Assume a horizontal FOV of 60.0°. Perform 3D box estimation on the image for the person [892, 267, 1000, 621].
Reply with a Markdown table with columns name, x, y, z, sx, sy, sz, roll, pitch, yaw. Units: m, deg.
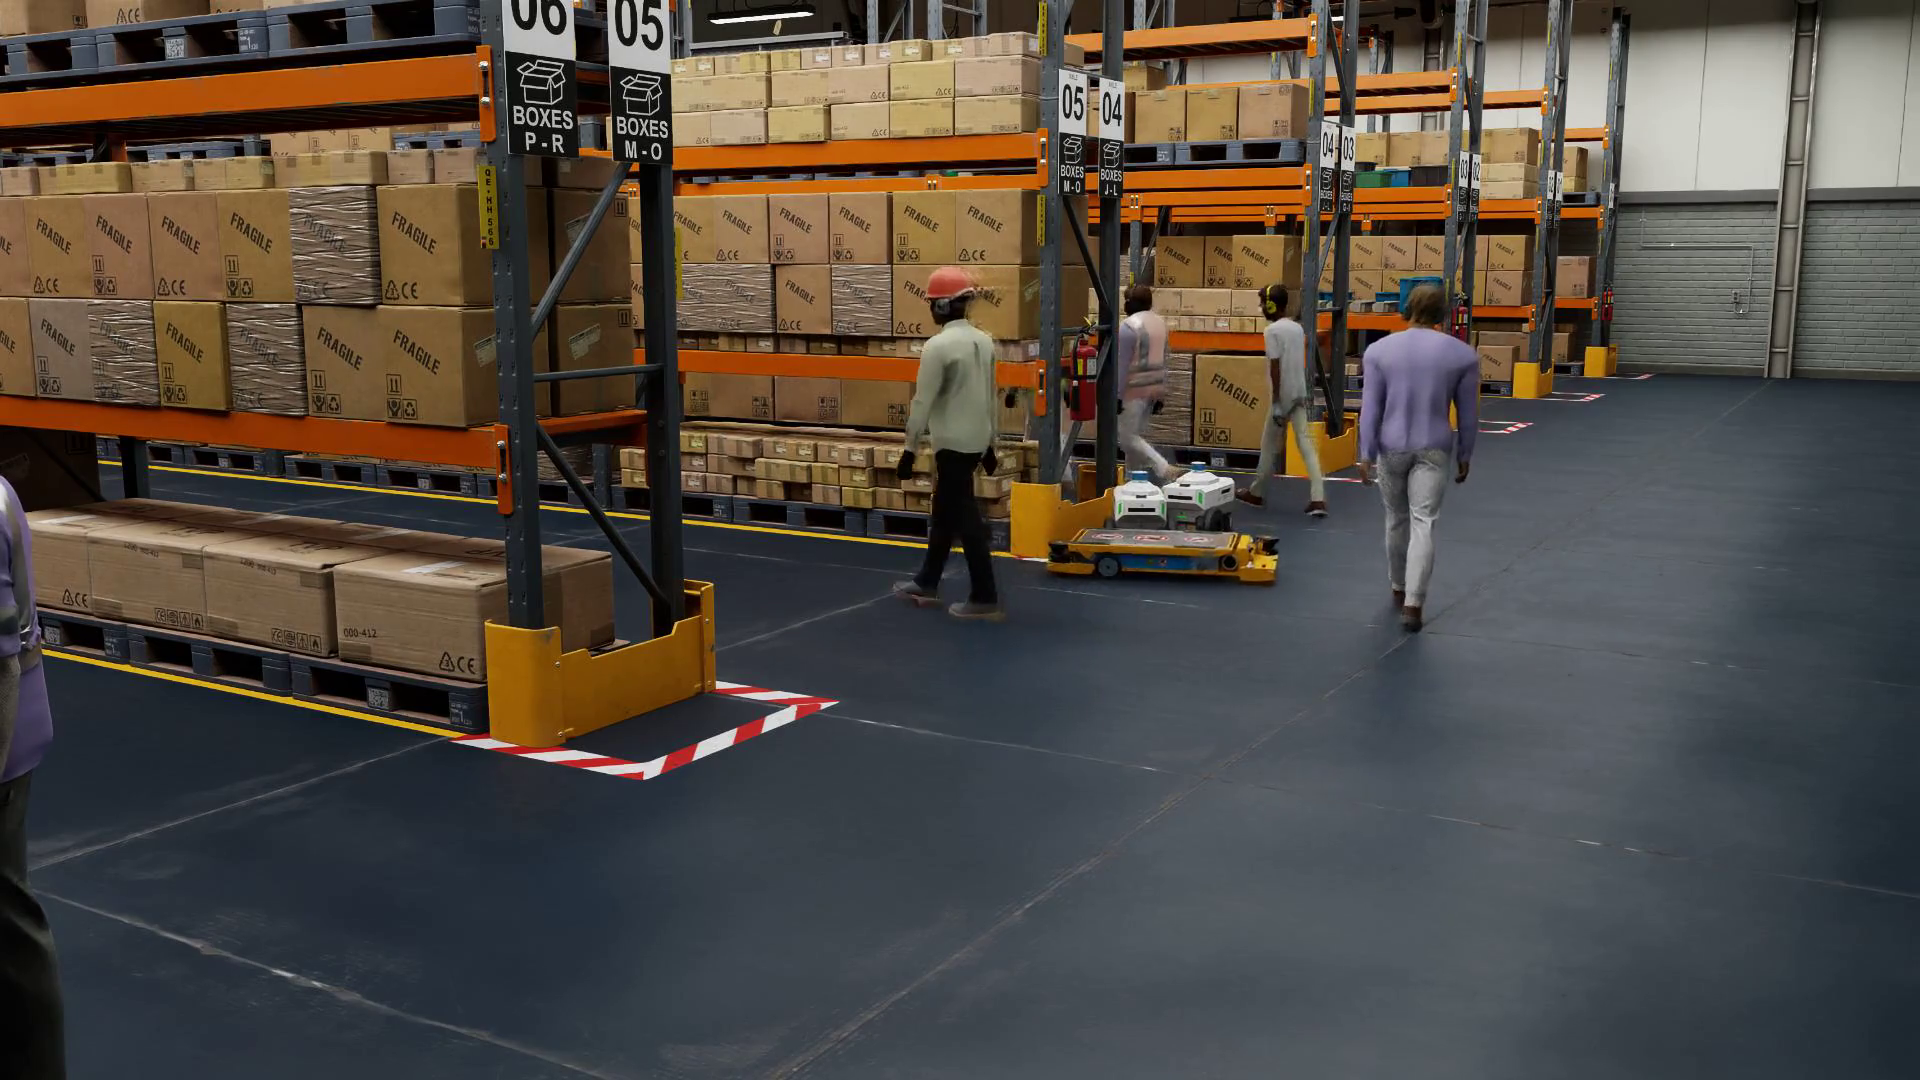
| name | x | y | z | sx | sy | sz | roll | pitch | yaw |
| --- | --- | --- | --- | --- | --- | --- | --- | --- | --- |
| person | -0.129 | -0.539 | 9.358 | 0.911 | 1.954 | 0.639 | 6 | 11 | 30 |

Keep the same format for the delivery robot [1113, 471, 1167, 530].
| name | x | y | z | sx | sy | sz | roll | pitch | yaw |
| --- | --- | --- | --- | --- | --- | --- | --- | --- | --- |
| delivery robot | 1.230 | -0.230 | 11.399 | 0.477 | 0.478 | 0.707 | 1 | 10 | 4 |

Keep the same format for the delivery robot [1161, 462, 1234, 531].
| name | x | y | z | sx | sy | sz | roll | pitch | yaw |
| --- | --- | --- | --- | --- | --- | --- | --- | --- | --- |
| delivery robot | 1.705 | -0.318 | 11.916 | 0.477 | 0.478 | 0.707 | 5 | 11 | 28 |

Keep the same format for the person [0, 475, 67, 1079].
| name | x | y | z | sx | sy | sz | roll | pitch | yaw |
| --- | --- | --- | --- | --- | --- | --- | --- | --- | --- |
| person | -2.193 | 0.459 | 3.631 | 0.367 | 1.927 | 0.587 | -8 | 12 | -39 |

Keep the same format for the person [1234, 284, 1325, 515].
| name | x | y | z | sx | sy | sz | roll | pitch | yaw |
| --- | --- | --- | --- | --- | --- | --- | --- | --- | --- |
| person | 2.545 | -1.102 | 13.132 | 0.565 | 1.803 | 0.982 | -8 | 12 | -38 |

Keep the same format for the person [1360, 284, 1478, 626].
| name | x | y | z | sx | sy | sz | roll | pitch | yaw |
| --- | --- | --- | --- | --- | --- | --- | --- | --- | --- |
| person | 2.563 | -0.487 | 9.327 | 0.641 | 1.879 | 1.040 | 3 | 10 | 16 |

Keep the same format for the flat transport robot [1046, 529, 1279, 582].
| name | x | y | z | sx | sy | sz | roll | pitch | yaw |
| --- | --- | --- | --- | --- | --- | --- | --- | --- | --- |
| flat transport robot | 1.311 | 0.083 | 10.674 | 1.431 | 0.197 | 0.652 | 2 | 10 | 13 |

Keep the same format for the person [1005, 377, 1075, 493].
| name | x | y | z | sx | sy | sz | roll | pitch | yaw |
| --- | --- | --- | --- | --- | --- | --- | --- | --- | --- |
| person | 0.677 | -1.317 | 14.430 | 0.954 | 1.793 | 0.646 | 8 | 13 | 40 |

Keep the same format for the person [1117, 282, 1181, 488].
| name | x | y | z | sx | sy | sz | roll | pitch | yaw |
| --- | --- | --- | --- | --- | --- | --- | --- | --- | --- |
| person | 1.510 | -1.197 | 13.639 | 0.675 | 1.820 | 0.632 | 7 | 12 | 35 |
